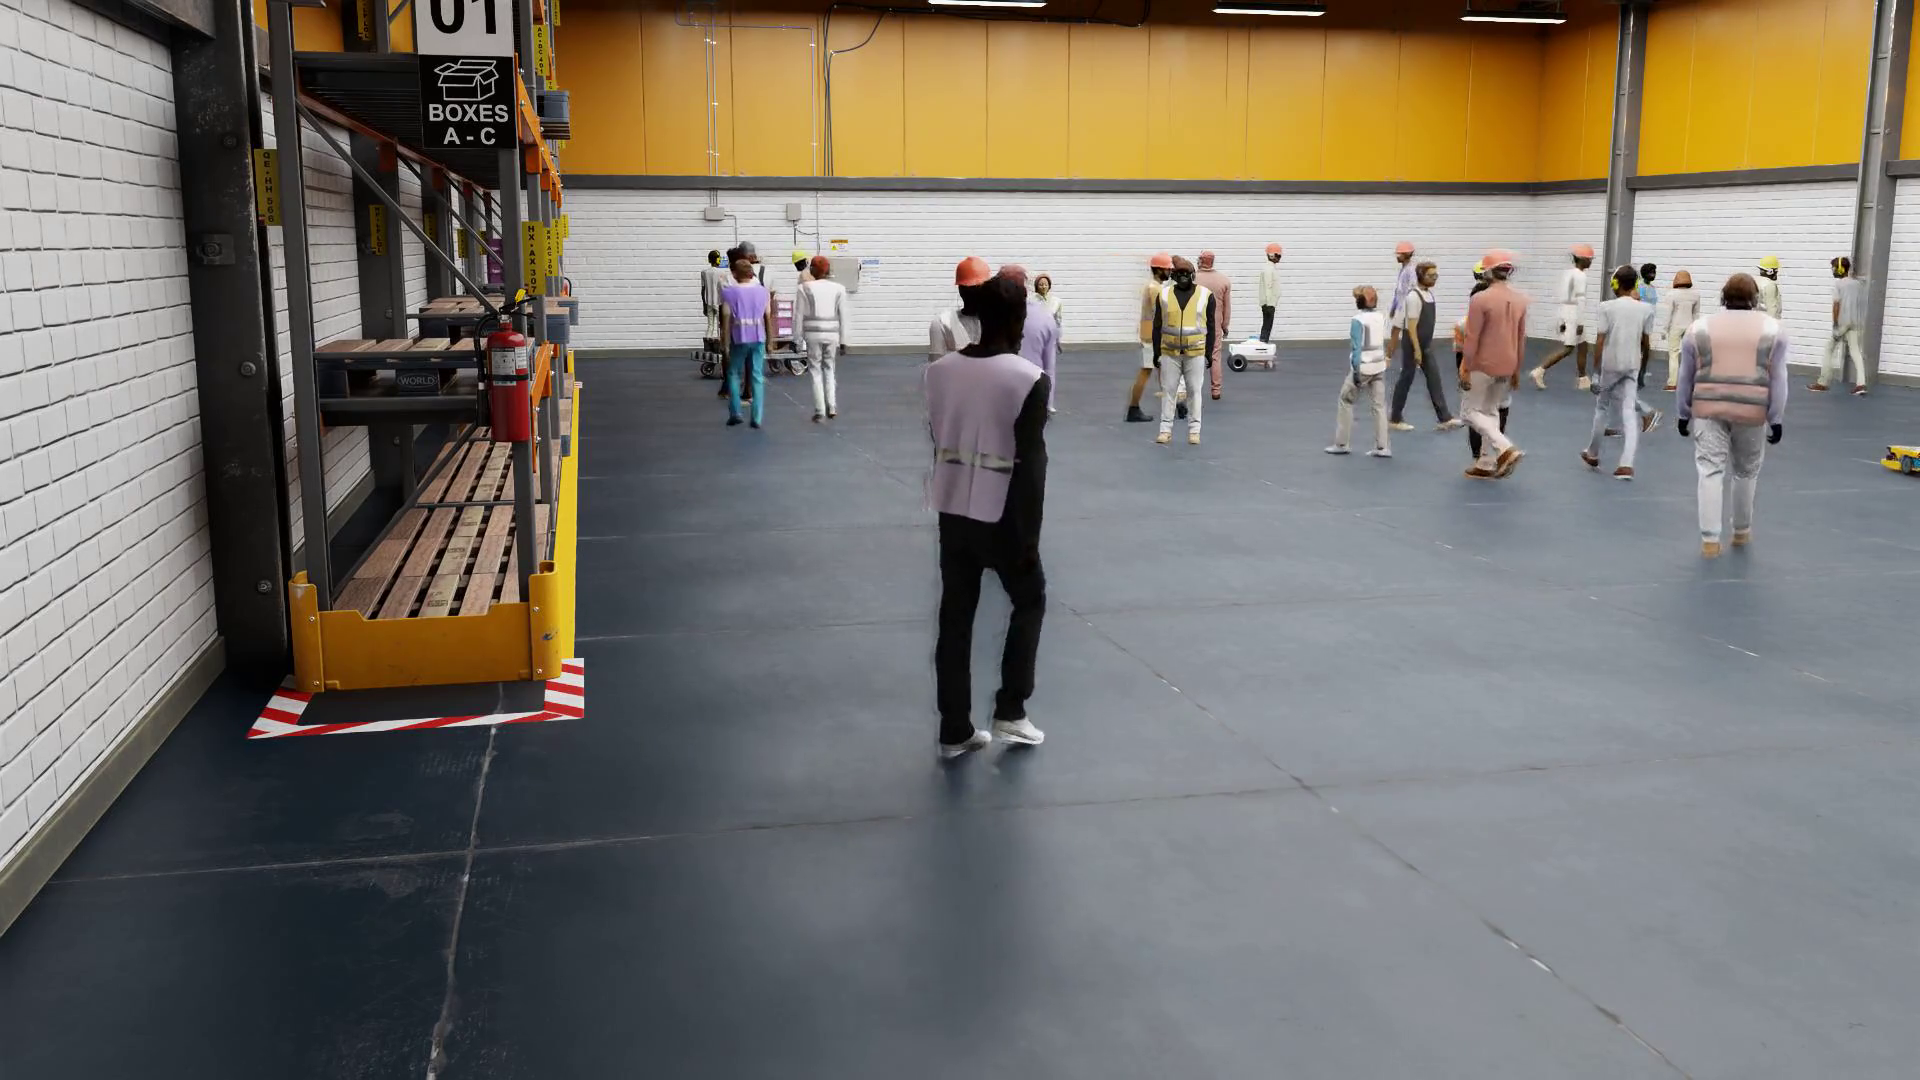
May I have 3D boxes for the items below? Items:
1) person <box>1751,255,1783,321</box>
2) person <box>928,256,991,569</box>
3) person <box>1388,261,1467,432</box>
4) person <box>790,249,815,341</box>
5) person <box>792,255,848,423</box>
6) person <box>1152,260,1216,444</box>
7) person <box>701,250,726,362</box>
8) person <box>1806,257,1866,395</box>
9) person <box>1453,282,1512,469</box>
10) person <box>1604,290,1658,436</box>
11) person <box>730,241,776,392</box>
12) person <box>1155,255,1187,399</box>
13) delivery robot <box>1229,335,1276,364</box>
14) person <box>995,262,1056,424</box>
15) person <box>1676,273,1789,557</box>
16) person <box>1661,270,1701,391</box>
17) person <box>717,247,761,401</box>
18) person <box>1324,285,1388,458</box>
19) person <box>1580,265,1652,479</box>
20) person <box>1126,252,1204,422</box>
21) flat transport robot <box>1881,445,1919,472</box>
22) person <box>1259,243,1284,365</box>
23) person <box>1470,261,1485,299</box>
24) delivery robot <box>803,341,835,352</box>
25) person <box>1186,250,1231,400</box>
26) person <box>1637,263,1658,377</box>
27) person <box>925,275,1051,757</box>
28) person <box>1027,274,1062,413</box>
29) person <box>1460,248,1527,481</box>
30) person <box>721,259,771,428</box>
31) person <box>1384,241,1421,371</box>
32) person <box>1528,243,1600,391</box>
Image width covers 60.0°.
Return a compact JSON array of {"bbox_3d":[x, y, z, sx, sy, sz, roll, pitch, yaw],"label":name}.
[{"bbox_3d":[10.790,-2.893,22.314,0.403,1.833,0.586,0,10,-3],"label":"person"},{"bbox_3d":[0.077,-0.782,10.318,0.542,1.939,0.362,-3,11,-14],"label":"person"},{"bbox_3d":[4.953,-2.020,17.547,0.905,1.804,0.532,10,14,43],"label":"person"},{"bbox_3d":[-2.437,-3.768,27.012,0.632,1.892,0.619,-1,10,-5],"label":"person"},{"bbox_3d":[-1.576,-2.243,18.636,0.592,1.862,0.510,-5,11,-24],"label":"person"},{"bbox_3d":[2.233,-1.877,16.659,0.633,1.841,0.429,3,11,14],"label":"person"},{"bbox_3d":[-4.080,-3.905,27.819,0.513,1.872,0.328,4,11,23],"label":"person"},{"bbox_3d":[11.743,-2.838,22.091,0.536,1.816,0.952,-3,11,-14],"label":"person"},{"bbox_3d":[4.604,-1.420,14.576,0.597,1.665,0.398,7,12,34],"label":"person"},{"bbox_3d":[6.878,-1.847,17.123,0.542,1.612,0.509,5,11,24],"label":"person"},{"bbox_3d":[-2.931,-3.022,22.451,0.704,2.000,0.804,-10,14,-44],"label":"person"},{"bbox_3d":[2.746,-2.720,21.330,0.429,1.841,0.636,-3,11,-15],"label":"person"},{"bbox_3d":[4.551,-2.944,25.867,0.707,0.478,0.477,1,11,5],"label":"delivery robot"},{"bbox_3d":[0.354,-0.990,11.628,0.650,1.884,0.741,-2,10,-13],"label":"person"},{"bbox_3d":[5.042,-0.823,10.889,0.654,1.811,0.848,5,11,26],"label":"person"},{"bbox_3d":[9.729,-2.823,22.476,0.502,1.631,0.285,-1,10,-6],"label":"person"},{"bbox_3d":[-2.855,-2.750,21.237,0.606,1.940,0.795,-5,11,-26],"label":"person"},{"bbox_3d":[3.769,-1.587,15.693,0.529,1.614,0.709,-8,13,-38],"label":"person"},{"bbox_3d":[5.700,-1.467,14.437,0.550,1.817,0.985,0,10,1],"label":"person"},{"bbox_3d":[2.311,-2.261,18.640,0.927,1.891,0.562,1,10,4],"label":"person"},{"bbox_3d":[8.536,-0.632,14.114,0.652,0.197,1.431,0,10,0],"label":"flat transport robot"},{"bbox_3d":[5.098,-3.867,27.263,0.400,1.989,0.623,2,10,12],"label":"person"},{"bbox_3d":[6.756,-2.742,21.661,0.310,1.769,0.522,1,10,7],"label":"person"},{"bbox_3d":[-2.313,-2.944,25.878,0.707,0.478,0.477,-5,11,-27],"label":"delivery robot"},{"bbox_3d":[3.127,-2.741,21.268,0.653,1.906,0.408,-1,10,-5],"label":"person"},{"bbox_3d":[10.147,-3.250,24.663,0.315,1.696,0.541,9,14,42],"label":"person"},{"bbox_3d":[0.130,-0.089,6.597,0.607,1.895,0.590,7,12,33],"label":"person"},{"bbox_3d":[0.962,-2.314,19.632,0.514,1.642,0.314,-3,11,-14],"label":"person"},{"bbox_3d":[4.475,-1.443,13.894,0.638,1.967,0.586,-6,12,-30],"label":"person"},{"bbox_3d":[-2.328,-2.129,18.116,0.592,1.824,0.612,-4,11,-22],"label":"person"},{"bbox_3d":[6.774,-3.612,25.812,0.957,2.002,0.627,0,10,2],"label":"person"},{"bbox_3d":[8.196,-2.990,22.389,0.959,2.004,0.612,1,10,7],"label":"person"}]
